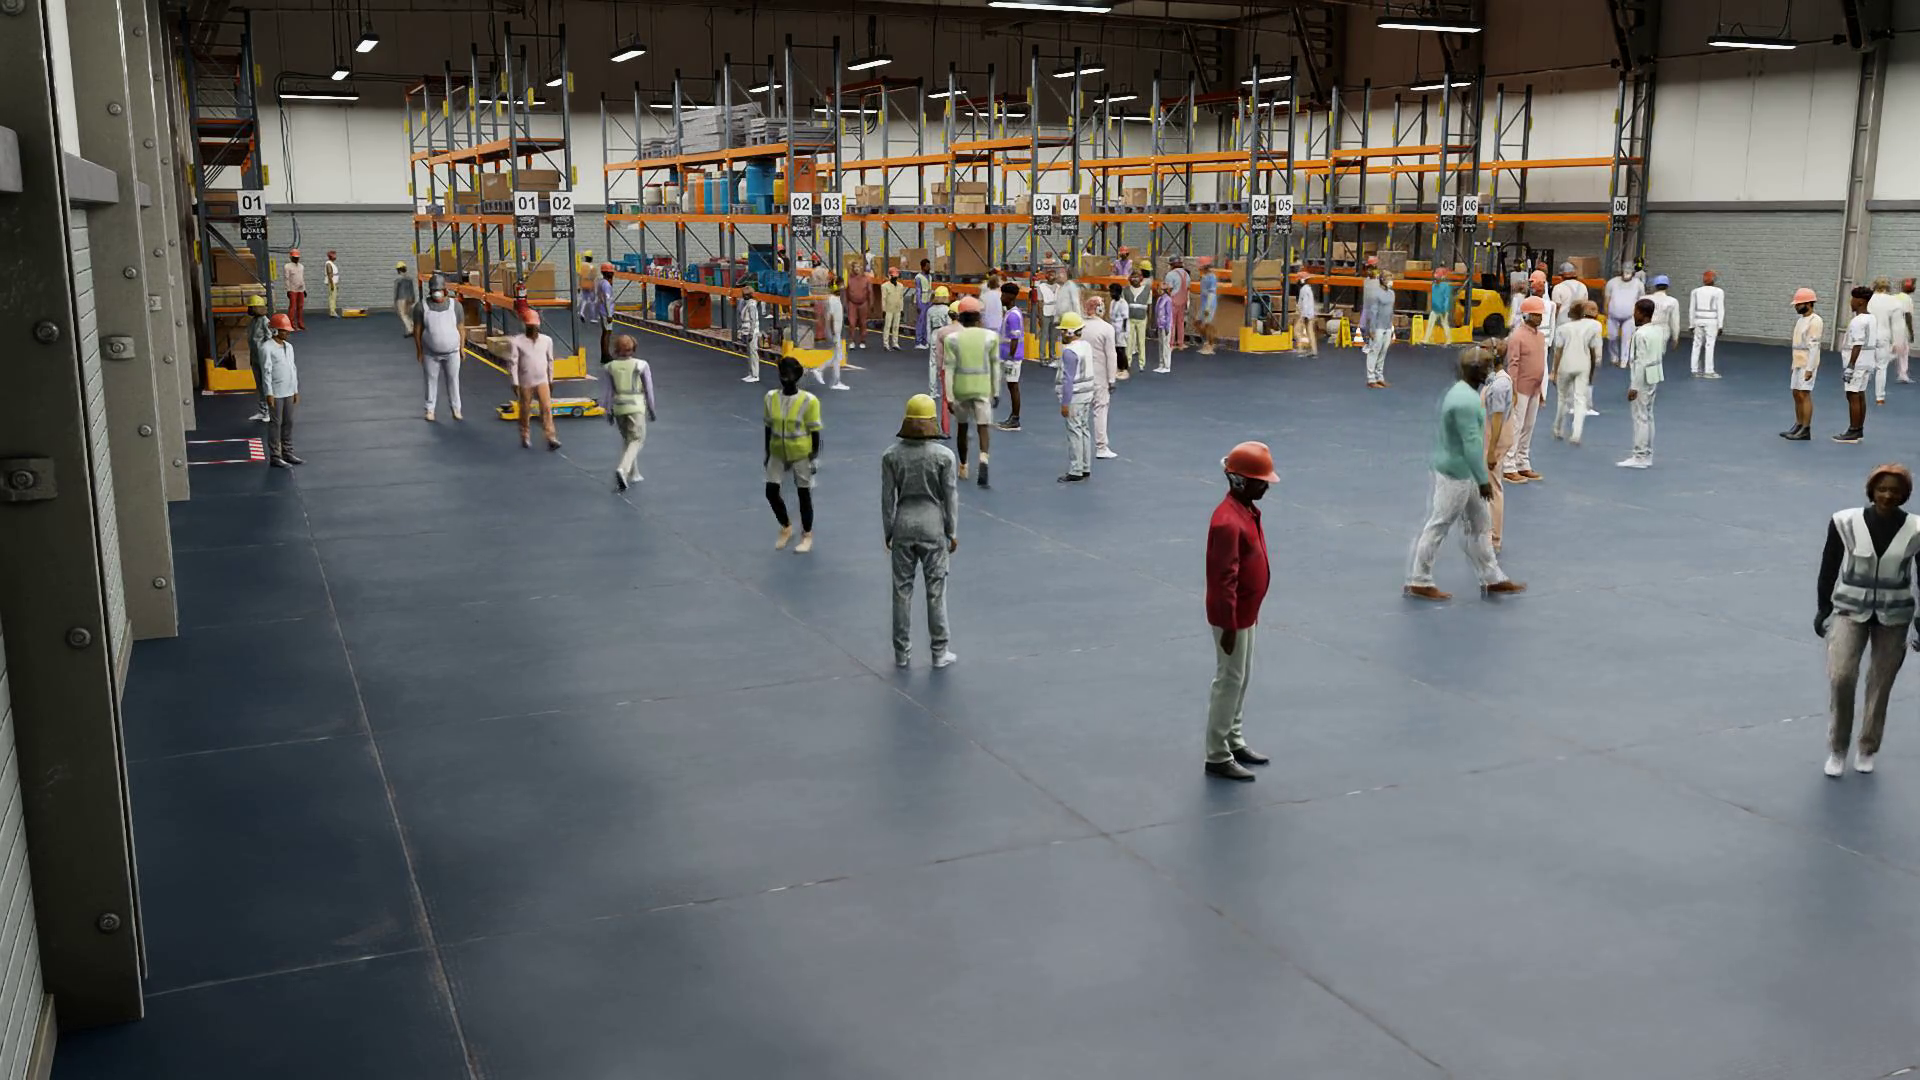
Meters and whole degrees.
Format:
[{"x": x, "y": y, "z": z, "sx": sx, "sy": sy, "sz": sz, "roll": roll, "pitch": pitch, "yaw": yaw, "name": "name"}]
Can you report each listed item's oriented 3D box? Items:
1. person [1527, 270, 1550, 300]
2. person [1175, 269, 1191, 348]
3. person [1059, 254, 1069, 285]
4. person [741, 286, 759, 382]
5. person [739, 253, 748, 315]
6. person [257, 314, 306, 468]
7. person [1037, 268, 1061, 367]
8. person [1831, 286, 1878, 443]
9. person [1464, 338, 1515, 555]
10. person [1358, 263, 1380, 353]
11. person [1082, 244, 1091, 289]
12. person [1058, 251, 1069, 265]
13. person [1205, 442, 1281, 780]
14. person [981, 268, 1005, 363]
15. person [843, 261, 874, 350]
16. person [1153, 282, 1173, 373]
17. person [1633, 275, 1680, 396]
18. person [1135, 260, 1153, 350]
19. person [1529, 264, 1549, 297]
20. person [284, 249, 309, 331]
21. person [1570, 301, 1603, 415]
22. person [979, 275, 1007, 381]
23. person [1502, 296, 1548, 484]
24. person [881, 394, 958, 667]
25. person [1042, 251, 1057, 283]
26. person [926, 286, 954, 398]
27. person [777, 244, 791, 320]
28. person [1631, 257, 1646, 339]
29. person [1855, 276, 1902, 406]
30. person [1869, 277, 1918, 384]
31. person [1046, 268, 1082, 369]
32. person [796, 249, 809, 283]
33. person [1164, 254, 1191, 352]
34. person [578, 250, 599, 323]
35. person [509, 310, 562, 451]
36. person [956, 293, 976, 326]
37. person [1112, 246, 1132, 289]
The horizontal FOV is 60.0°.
[{"x": 9.387, "y": -3.418, "z": 27.152, "sx": 0.340, "sy": 1.941, "sz": 0.551, "roll": 8, "pitch": 14, "yaw": 37, "name": "person"}, {"x": 4.750, "y": -4.932, "z": 35.502, "sx": 0.319, "sy": 1.688, "sz": 0.539, "roll": -2, "pitch": 11, "yaw": -9, "name": "person"}, {"x": 2.899, "y": -7.018, "z": 45.938, "sx": 0.351, "sy": 1.759, "sz": 0.518, "roll": 1, "pitch": 11, "yaw": 3, "name": "person"}, {"x": -3.585, "y": -3.521, "z": 28.449, "sx": 0.310, "sy": 1.640, "sz": 0.514, "roll": -3, "pitch": 11, "yaw": -14, "name": "person"}, {"x": -6.134, "y": -7.299, "z": 47.372, "sx": 0.352, "sy": 1.758, "sz": 0.539, "roll": 0, "pitch": 11, "yaw": 0, "name": "person"}, {"x": -7.713, "y": -1.700, "z": 18.942, "sx": 0.352, "sy": 1.741, "sz": 0.569, "roll": 2, "pitch": 11, "yaw": 12, "name": "person"}, {"x": 1.683, "y": -4.179, "z": 31.266, "sx": 0.567, "sy": 1.846, "sz": 0.389, "roll": -8, "pitch": 14, "yaw": -36, "name": "person"}, {"x": 11.279, "y": -2.205, "z": 20.926, "sx": 0.361, "sy": 1.964, "sz": 0.616, "roll": 11, "pitch": 15, "yaw": 43, "name": "person"}, {"x": 4.500, "y": -0.792, "z": 14.080, "sx": 0.348, "sy": 1.839, "sz": 0.504, "roll": 3, "pitch": 12, "yaw": 15, "name": "person"}, {"x": 8.430, "y": -4.762, "z": 34.221, "sx": 0.424, "sy": 1.846, "sz": 0.537, "roll": -9, "pitch": 15, "yaw": -40, "name": "person"}, {"x": 4.156, "y": -8.723, "z": 54.300, "sx": 0.355, "sy": 1.878, "sz": 0.567, "roll": 5, "pitch": 12, "yaw": 24, "name": "person"}, {"x": 3.482, "y": -8.828, "z": 55.503, "sx": 0.538, "sy": 1.612, "sz": 0.354, "roll": -6, "pitch": 12, "yaw": -26, "name": "person"}, {"x": 1.437, "y": 0.357, "z": 8.492, "sx": 0.352, "sy": 1.738, "sz": 0.574, "roll": 4, "pitch": 12, "yaw": 20, "name": "person"}, {"x": 0.667, "y": -4.304, "z": 31.925, "sx": 0.548, "sy": 1.831, "sz": 0.599, "roll": -3, "pitch": 11, "yaw": -13, "name": "person"}, {"x": -2.145, "y": -4.938, "z": 35.084, "sx": 0.664, "sy": 1.867, "sz": 0.933, "roll": -1, "pitch": 11, "yaw": -6, "name": "person"}, {"x": 3.692, "y": -3.843, "z": 30.108, "sx": 0.313, "sy": 1.634, "sz": 0.514, "roll": -3, "pitch": 11, "yaw": -13, "name": "person"}, {"x": 10.892, "y": -3.161, "z": 25.950, "sx": 0.658, "sy": 1.895, "sz": 0.893, "roll": 10, "pitch": 15, "yaw": 42, "name": "person"}, {"x": 3.817, "y": -4.932, "z": 34.971, "sx": 0.619, "sy": 1.893, "sz": 0.623, "roll": -10, "pitch": 15, "yaw": -41, "name": "person"}, {"x": 11.428, "y": -4.499, "z": 32.822, "sx": 0.584, "sy": 1.879, "sz": 0.396, "roll": -11, "pitch": 15, "yaw": -43, "name": "person"}, {"x": -16.268, "y": -6.125, "z": 40.785, "sx": 0.391, "sy": 1.989, "sz": 0.623, "roll": 4, "pitch": 12, "yaw": 22, "name": "person"}, {"x": 8.949, "y": -2.596, "z": 23.763, "sx": 0.282, "sy": 1.633, "sz": 0.500, "roll": -7, "pitch": 13, "yaw": -33, "name": "person"}, {"x": 0.583, "y": -3.641, "z": 28.583, "sx": 0.522, "sy": 1.818, "sz": 0.712, "roll": 0, "pitch": 11, "yaw": 0, "name": "person"}, {"x": 6.074, "y": -1.611, "z": 17.831, "sx": 0.622, "sy": 1.993, "sz": 0.382, "roll": -10, "pitch": 15, "yaw": -41, "name": "person"}, {"x": -0.249, "y": -0.059, "z": 10.592, "sx": 0.492, "sy": 1.740, "sz": 0.325, "roll": 2, "pitch": 11, "yaw": 12, "name": "person"}, {"x": 2.914, "y": -8.625, "z": 54.379, "sx": 0.514, "sy": 1.643, "sz": 0.307, "roll": 1, "pitch": 11, "yaw": 6, "name": "person"}, {"x": -0.293, "y": -3.069, "z": 25.883, "sx": 0.487, "sy": 1.744, "sz": 0.312, "roll": 8, "pitch": 14, "yaw": 36, "name": "person"}, {"x": -4.783, "y": -6.927, "z": 44.758, "sx": 0.400, "sy": 2.033, "sz": 0.605, "roll": 6, "pitch": 13, "yaw": 28, "name": "person"}, {"x": 15.472, "y": -5.522, "z": 38.040, "sx": 0.313, "sy": 1.866, "sz": 0.539, "roll": 0, "pitch": 11, "yaw": 0, "name": "person"}, {"x": 13.756, "y": -2.984, "z": 24.995, "sx": 0.625, "sy": 1.930, "sz": 0.380, "roll": 9, "pitch": 14, "yaw": 38, "name": "person"}, {"x": 15.758, "y": -3.525, "z": 28.011, "sx": 0.797, "sy": 1.822, "sz": 0.571, "roll": 3, "pitch": 12, "yaw": 16, "name": "person"}, {"x": 1.916, "y": -4.076, "z": 30.747, "sx": 0.781, "sy": 1.857, "sz": 0.715, "roll": -2, "pitch": 11, "yaw": -12, "name": "person"}, {"x": -5.021, "y": -8.274, "z": 52.353, "sx": 0.574, "sy": 1.739, "sz": 0.349, "roll": -3, "pitch": 12, "yaw": -14, "name": "person"}, {"x": 4.469, "y": -4.962, "z": 34.749, "sx": 0.686, "sy": 2.000, "sz": 0.535, "roll": -10, "pitch": 15, "yaw": -43, "name": "person"}, {"x": -9.708, "y": -6.638, "z": 43.582, "sx": 0.622, "sy": 1.909, "sz": 0.478, "roll": 4, "pitch": 12, "yaw": 21, "name": "person"}, {"x": -5.178, "y": -1.933, "z": 20.207, "sx": 0.586, "sy": 1.698, "sz": 0.896, "roll": -7, "pitch": 13, "yaw": -32, "name": "person"}, {"x": 0.139, "y": -6.298, "z": 41.825, "sx": 0.586, "sy": 1.928, "sz": 0.364, "roll": -6, "pitch": 13, "yaw": -27, "name": "person"}, {"x": 4.177, "y": -6.485, "z": 42.482, "sx": 0.616, "sy": 2.041, "sz": 0.378, "roll": 4, "pitch": 12, "yaw": 18, "name": "person"}]
